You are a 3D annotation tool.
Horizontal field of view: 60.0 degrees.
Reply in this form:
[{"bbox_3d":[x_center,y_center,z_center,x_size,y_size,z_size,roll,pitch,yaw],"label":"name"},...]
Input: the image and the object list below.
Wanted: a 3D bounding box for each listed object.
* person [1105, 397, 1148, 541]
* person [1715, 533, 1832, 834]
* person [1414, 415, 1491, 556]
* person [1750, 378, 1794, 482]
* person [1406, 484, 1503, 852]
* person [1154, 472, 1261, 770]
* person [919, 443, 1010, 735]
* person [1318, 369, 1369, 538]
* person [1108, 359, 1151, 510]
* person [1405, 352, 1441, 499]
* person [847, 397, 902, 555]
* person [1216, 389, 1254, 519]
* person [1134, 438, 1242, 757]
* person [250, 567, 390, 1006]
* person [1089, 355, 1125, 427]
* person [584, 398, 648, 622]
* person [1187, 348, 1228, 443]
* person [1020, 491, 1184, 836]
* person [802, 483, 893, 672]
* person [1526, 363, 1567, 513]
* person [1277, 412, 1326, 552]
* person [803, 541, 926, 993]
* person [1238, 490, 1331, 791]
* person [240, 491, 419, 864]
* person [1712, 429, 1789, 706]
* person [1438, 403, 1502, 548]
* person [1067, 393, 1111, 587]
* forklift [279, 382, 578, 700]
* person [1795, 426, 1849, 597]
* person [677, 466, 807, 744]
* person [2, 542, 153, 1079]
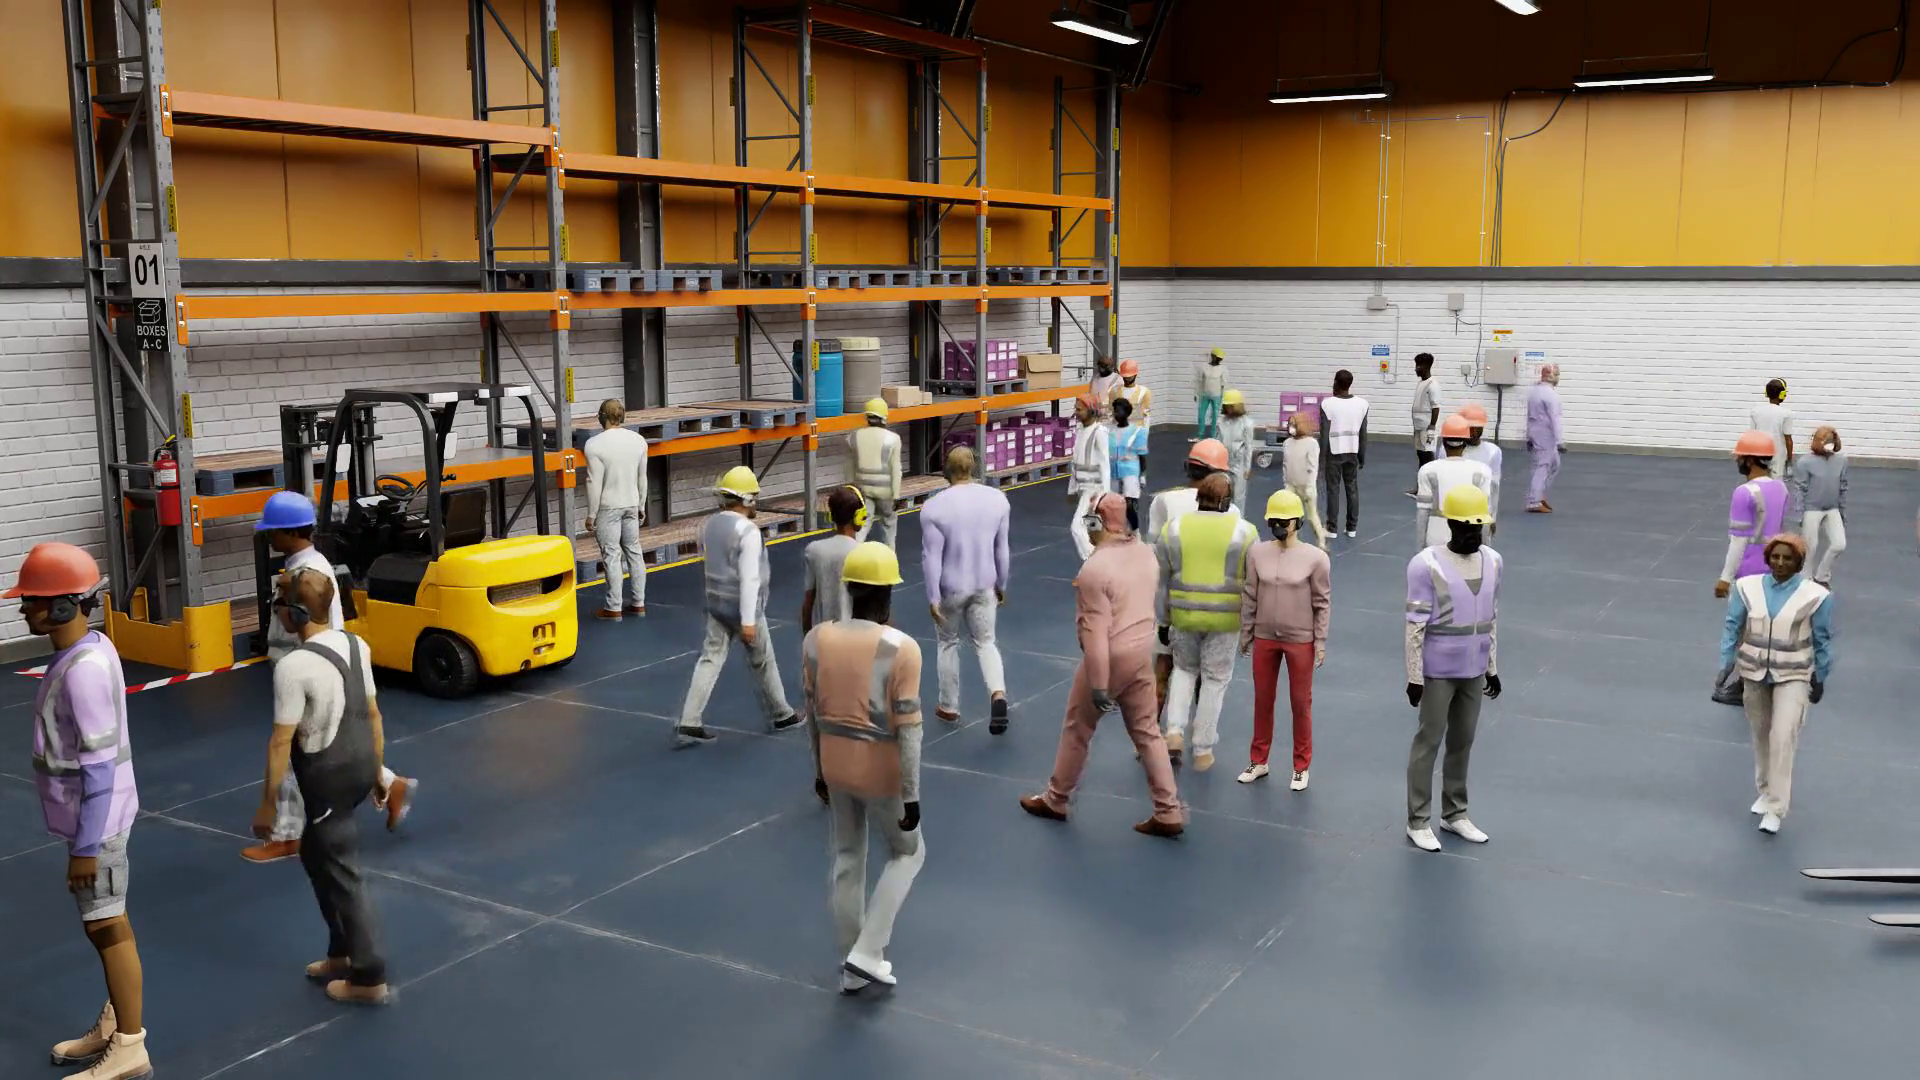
[{"bbox_3d":[1.740,-0.689,17.891,0.547,1.686,0.375,6,11,32],"label":"person"},{"bbox_3d":[4.384,0.770,9.030,0.520,1.607,0.794,9,13,43],"label":"person"},{"bbox_3d":[3.766,0.017,12.725,0.553,1.927,0.610,2,9,12],"label":"person"},{"bbox_3d":[8.901,-0.840,18.251,0.328,1.872,0.514,-7,11,-35],"label":"person"},{"bbox_3d":[2.599,0.661,8.705,0.593,1.924,0.381,-4,10,-24],"label":"person"},{"bbox_3d":[1.504,0.493,10.093,0.638,1.819,0.450,3,10,19],"label":"person"},{"bbox_3d":[0.058,0.328,10.841,0.638,1.913,0.812,-3,10,-17],"label":"person"},{"bbox_3d":[4.359,-0.981,18.970,0.596,1.921,0.380,-2,9,-14],"label":"person"},{"bbox_3d":[2.138,-1.334,21.158,0.542,1.927,0.379,2,9,14],"label":"person"},{"bbox_3d":[6.207,-1.522,22.212,0.364,1.962,0.611,0,9,-3],"label":"person"},{"bbox_3d":[-0.858,-0.502,16.362,0.599,1.806,0.842,3,10,21],"label":"person"},{"bbox_3d":[3.030,-0.810,18.505,0.496,1.731,0.361,7,11,36],"label":"person"},{"bbox_3d":[1.401,0.377,10.332,0.631,1.996,0.812,4,10,25],"label":"person"},{"bbox_3d":[-2.626,1.015,6.818,0.618,1.823,0.521,1,9,9],"label":"person"},{"bbox_3d":[2.073,-1.727,23.883,0.634,1.839,0.429,8,12,40],"label":"person"},{"bbox_3d":[-2.980,-0.263,14.433,0.355,1.938,0.634,8,12,41],"label":"person"},{"bbox_3d":[4.360,-2.520,29.201,0.671,1.720,0.435,3,9,16],"label":"person"},{"bbox_3d":[0.815,0.661,8.956,0.976,1.856,0.629,9,13,43],"label":"person"},{"bbox_3d":[-0.589,0.612,9.247,0.531,1.852,0.433,6,11,35],"label":"person"},{"bbox_3d":[7.397,-1.268,20.872,0.519,1.890,0.648,1,9,4],"label":"person"},{"bbox_3d":[3.530,-0.530,17.206,0.850,1.593,0.514,-8,12,-40],"label":"person"},{"bbox_3d":[-0.380,0.953,6.923,0.609,1.911,0.414,6,11,31],"label":"person"},{"bbox_3d":[1.880,0.582,9.699,0.533,1.767,0.325,5,11,30],"label":"person"},{"bbox_3d":[-3.286,0.688,8.550,0.813,1.925,0.616,-3,10,-17],"label":"person"},{"bbox_3d":[5.488,0.196,11.590,0.547,1.939,0.366,-7,12,-38],"label":"person"},{"bbox_3d":[4.396,-0.252,14.488,0.551,1.914,0.791,1,9,3],"label":"person"},{"bbox_3d":[1.180,-0.468,15.931,0.531,1.864,0.616,-3,10,-18],"label":"person"},{"bbox_3d":[-3.974,-0.067,12.417,2.313,2.155,1.214,5,11,30],"label":"forklift"},{"bbox_3d":[7.966,-0.250,15.359,0.526,1.613,0.403,-1,9,-4],"label":"person"},{"bbox_3d":[-1.443,0.419,10.678,0.962,1.787,0.606,-8,12,-42],"label":"person"},{"bbox_3d":[-3.227,1.018,6.110,0.378,2.045,0.605,-5,10,-28],"label":"person"}]
